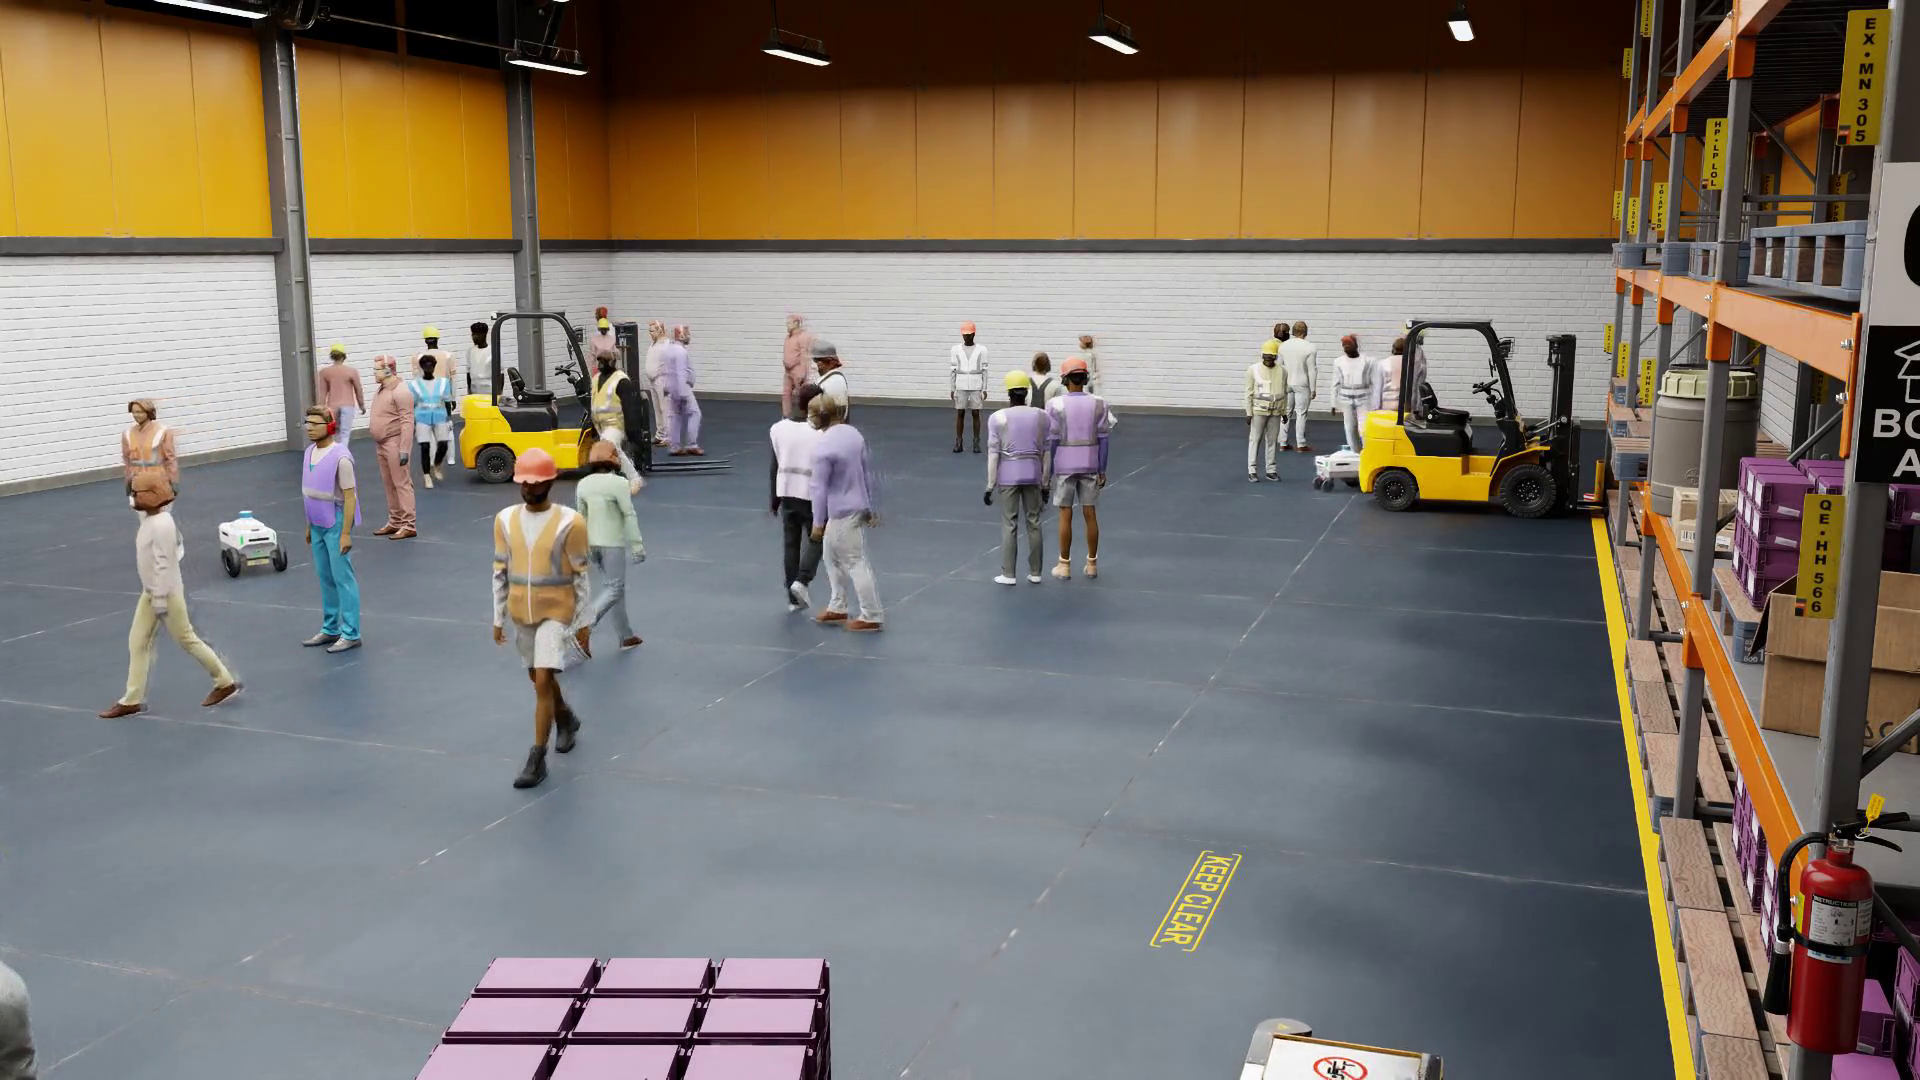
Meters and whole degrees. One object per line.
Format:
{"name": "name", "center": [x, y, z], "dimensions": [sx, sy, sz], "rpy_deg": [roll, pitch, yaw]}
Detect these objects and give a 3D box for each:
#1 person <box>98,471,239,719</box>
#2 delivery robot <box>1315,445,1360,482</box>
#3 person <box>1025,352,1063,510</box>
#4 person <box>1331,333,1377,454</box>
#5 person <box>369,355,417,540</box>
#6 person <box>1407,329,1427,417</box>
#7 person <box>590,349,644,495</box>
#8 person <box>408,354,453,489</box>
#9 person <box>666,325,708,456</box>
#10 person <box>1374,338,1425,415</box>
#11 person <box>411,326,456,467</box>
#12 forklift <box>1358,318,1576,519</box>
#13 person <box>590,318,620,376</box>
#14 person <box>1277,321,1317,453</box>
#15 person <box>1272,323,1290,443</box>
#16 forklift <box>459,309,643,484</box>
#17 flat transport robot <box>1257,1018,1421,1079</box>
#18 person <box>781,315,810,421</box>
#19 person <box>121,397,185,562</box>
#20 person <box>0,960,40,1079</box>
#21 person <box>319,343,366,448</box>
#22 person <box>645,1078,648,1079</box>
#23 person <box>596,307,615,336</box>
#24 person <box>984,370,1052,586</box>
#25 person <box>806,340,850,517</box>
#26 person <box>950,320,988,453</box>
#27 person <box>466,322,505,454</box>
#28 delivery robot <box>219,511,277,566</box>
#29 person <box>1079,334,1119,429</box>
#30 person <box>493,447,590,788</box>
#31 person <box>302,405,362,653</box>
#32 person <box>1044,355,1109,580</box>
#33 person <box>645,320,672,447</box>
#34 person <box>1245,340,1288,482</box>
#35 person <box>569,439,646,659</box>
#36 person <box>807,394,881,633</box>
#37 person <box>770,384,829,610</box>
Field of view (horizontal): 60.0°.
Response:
{"name": "person", "center": [-5.149, 0.338, 10.773], "dimensions": [0.833, 1.593, 0.510], "rpy_deg": [-8, 13, -38]}
{"name": "delivery robot", "center": [4.764, -0.929, 20.551], "dimensions": [0.707, 0.478, 0.477], "rpy_deg": [-2, 10, -14]}
{"name": "person", "center": [0.930, -1.270, 19.244], "dimensions": [0.522, 1.813, 0.929], "rpy_deg": [2, 10, 13]}
{"name": "person", "center": [5.303, -1.850, 22.350], "dimensions": [0.599, 1.854, 0.481], "rpy_deg": [5, 11, 28]}
{"name": "person", "center": [-5.893, -0.961, 17.214], "dimensions": [0.405, 1.904, 0.652], "rpy_deg": [-9, 13, -41]}
{"name": "person", "center": [7.196, -2.553, 26.512], "dimensions": [0.914, 1.792, 0.606], "rpy_deg": [0, 10, -2]}
{"name": "person", "center": [-4.153, -1.384, 19.904], "dimensions": [0.633, 1.807, 0.938], "rpy_deg": [9, 14, 42]}
{"name": "person", "center": [-6.603, -1.481, 20.743], "dimensions": [0.551, 1.682, 0.397], "rpy_deg": [-5, 11, -26]}
{"name": "person", "center": [-3.894, -2.140, 23.880], "dimensions": [0.657, 1.887, 0.673], "rpy_deg": [-4, 11, -22]}
{"name": "person", "center": [5.767, -1.747, 21.904], "dimensions": [0.639, 1.820, 0.443], "rpy_deg": [0, 10, 3]}
{"name": "person", "center": [-7.199, -1.961, 22.795], "dimensions": [0.589, 1.923, 0.383], "rpy_deg": [-6, 12, -30]}
{"name": "forklift", "center": [5.787, -1.437, 19.079], "dimensions": [2.313, 2.155, 1.214], "rpy_deg": [3, 11, 19]}
{"name": "person", "center": [-6.221, -3.012, 29.201], "dimensions": [0.528, 1.747, 0.598], "rpy_deg": [-2, 10, -11]}
{"name": "person", "center": [4.930, -2.238, 24.345], "dimensions": [0.632, 1.933, 0.369], "rpy_deg": [9, 13, 40]}
{"name": "person", "center": [4.915, -2.423, 25.634], "dimensions": [0.429, 1.839, 0.634], "rpy_deg": [1, 10, 3]}
{"name": "forklift", "center": [-5.354, -1.902, 21.697], "dimensions": [2.313, 2.155, 1.214], "rpy_deg": [-2, 10, -13]}
{"name": "flat transport robot", "center": [1.193, 1.962, 5.350], "dimensions": [0.652, 0.197, 1.431], "rpy_deg": [3, 11, 18]}
{"name": "person", "center": [-2.682, -2.788, 27.649], "dimensions": [0.886, 1.887, 0.647], "rpy_deg": [-7, 13, -36]}
{"name": "person", "center": [-7.525, -0.522, 15.514], "dimensions": [0.531, 1.626, 0.414], "rpy_deg": [1, 10, 5]}
{"name": "person", "center": [-2.351, 1.496, 3.836], "dimensions": [0.492, 1.740, 0.324], "rpy_deg": [2, 10, 12]}
{"name": "person", "center": [-8.286, -1.779, 22.347], "dimensions": [0.531, 1.722, 0.898], "rpy_deg": [0, 10, 0]}
{"name": "person", "center": [-0.556, 1.704, 2.825], "dimensions": [0.735, 1.666, 0.554], "rpy_deg": [3, 10, 15]}
{"name": "person", "center": [-6.642, -3.417, 31.110], "dimensions": [0.346, 1.883, 0.590], "rpy_deg": [3, 10, 14]}
{"name": "person", "center": [0.510, -0.548, 14.852], "dimensions": [0.623, 1.923, 0.395], "rpy_deg": [-3, 10, -15]}
{"name": "person", "center": [-1.450, -1.121, 17.734], "dimensions": [0.536, 2.000, 0.688], "rpy_deg": [-2, 10, -12]}
{"name": "person", "center": [0.130, -2.231, 24.274], "dimensions": [0.550, 1.935, 0.376], "rpy_deg": [1, 10, 5]}
{"name": "person", "center": [-6.682, -2.086, 23.391], "dimensions": [0.609, 1.960, 0.377], "rpy_deg": [4, 11, 20]}
{"name": "delivery robot", "center": [-6.628, -0.028, 15.474], "dimensions": [0.477, 0.478, 0.707], "rpy_deg": [-7, 12, -38]}
{"name": "person", "center": [2.193, -2.529, 26.898], "dimensions": [0.704, 1.602, 0.555], "rpy_deg": [0, 10, -2]}
{"name": "person", "center": [-2.403, 0.392, 9.611], "dimensions": [0.550, 1.901, 0.948], "rpy_deg": [2, 10, 10]}
{"name": "person", "center": [-4.715, -0.090, 12.462], "dimensions": [0.570, 1.849, 0.376], "rpy_deg": [8, 13, 39]}
{"name": "person", "center": [1.043, -0.655, 15.118], "dimensions": [0.605, 2.039, 0.386], "rpy_deg": [-2, 10, -12]}
{"name": "person", "center": [-4.543, -2.364, 25.129], "dimensions": [0.407, 1.902, 0.639], "rpy_deg": [-7, 12, -33]}
{"name": "person", "center": [3.947, -1.653, 21.341], "dimensions": [0.591, 1.824, 0.404], "rpy_deg": [-3, 10, -15]}
{"name": "person", "center": [-2.647, 0.061, 12.292], "dimensions": [0.571, 1.597, 0.707], "rpy_deg": [7, 12, 36]}
{"name": "person", "center": [-0.966, -0.194, 12.954], "dimensions": [0.733, 1.888, 0.637], "rpy_deg": [3, 11, 17]}
{"name": "person", "center": [-1.319, -0.324, 13.707], "dimensions": [0.633, 1.872, 0.489], "rpy_deg": [3, 10, 16]}
